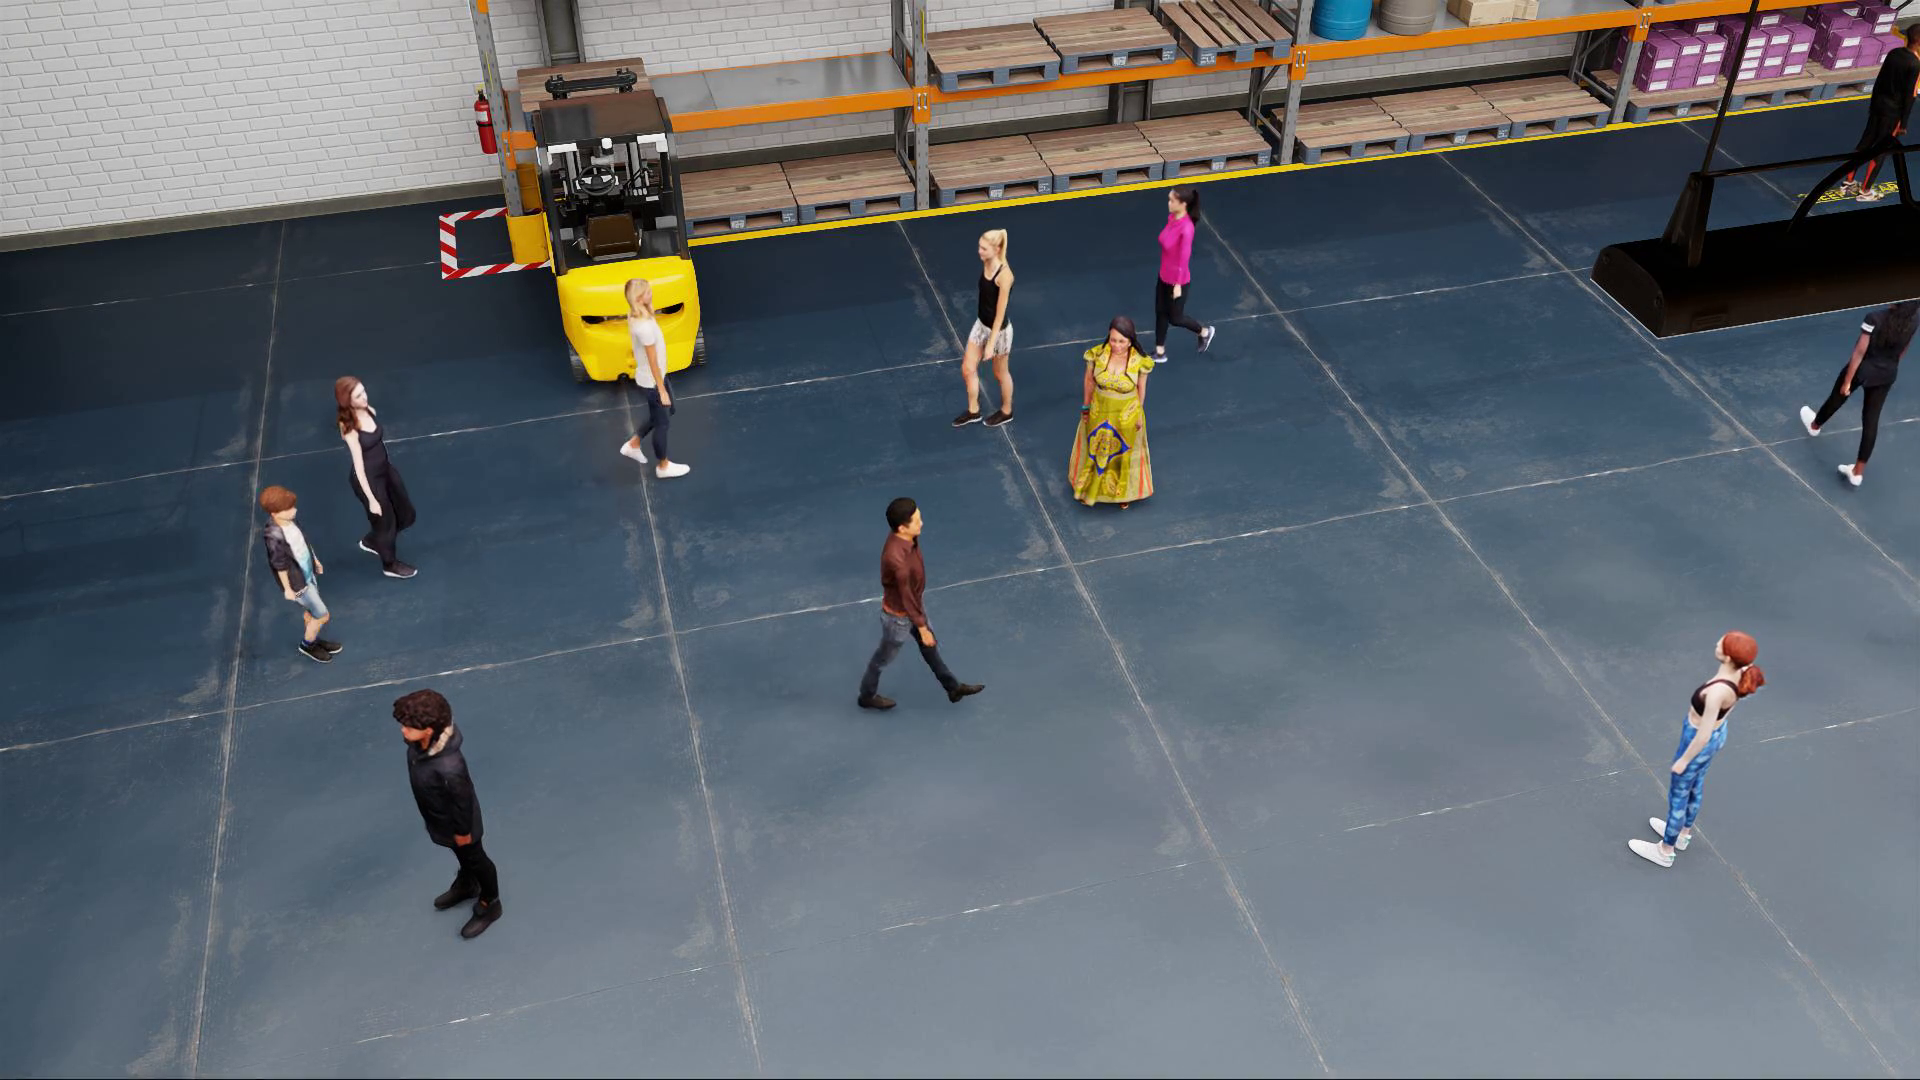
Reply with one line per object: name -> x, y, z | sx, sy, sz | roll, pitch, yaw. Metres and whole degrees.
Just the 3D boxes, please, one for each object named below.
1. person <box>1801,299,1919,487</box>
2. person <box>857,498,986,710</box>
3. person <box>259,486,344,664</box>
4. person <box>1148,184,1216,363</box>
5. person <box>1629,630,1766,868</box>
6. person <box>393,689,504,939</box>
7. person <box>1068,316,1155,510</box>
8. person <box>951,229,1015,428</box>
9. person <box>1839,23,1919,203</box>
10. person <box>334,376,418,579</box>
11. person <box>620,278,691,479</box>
person -> 7.114, -1.218, 12.937 | 1.167, 1.681, 0.869 | -1, 39, -2
person -> -0.468, 0.477, 10.772 | 1.188, 1.734, 0.934 | 5, 39, 6
person -> -4.561, 0.232, 11.316 | 0.591, 1.440, 0.581 | -1, 39, -1
person -> 1.907, -2.248, 14.230 | 0.887, 1.689, 0.613 | -12, 40, -15
person -> 4.353, 1.226, 9.803 | 0.644, 1.785, 0.735 | -30, 47, -32
person -> -2.881, 1.520, 9.431 | 0.716, 1.779, 0.711 | -28, 46, -31
person -> 1.172, -0.982, 12.667 | 0.898, 1.660, 1.037 | 5, 39, 7
person -> 0.346, -1.714, 13.442 | 0.834, 1.827, 0.710 | -19, 42, -22
person -> 9.318, -4.306, 16.703 | 0.521, 1.808, 0.631 | -11, 40, -13
person -> -4.290, -0.446, 11.926 | 0.830, 1.737, 0.746 | 4, 39, 6
person -> -2.458, -1.208, 12.832 | 0.725, 1.797, 0.586 | -10, 40, -12
